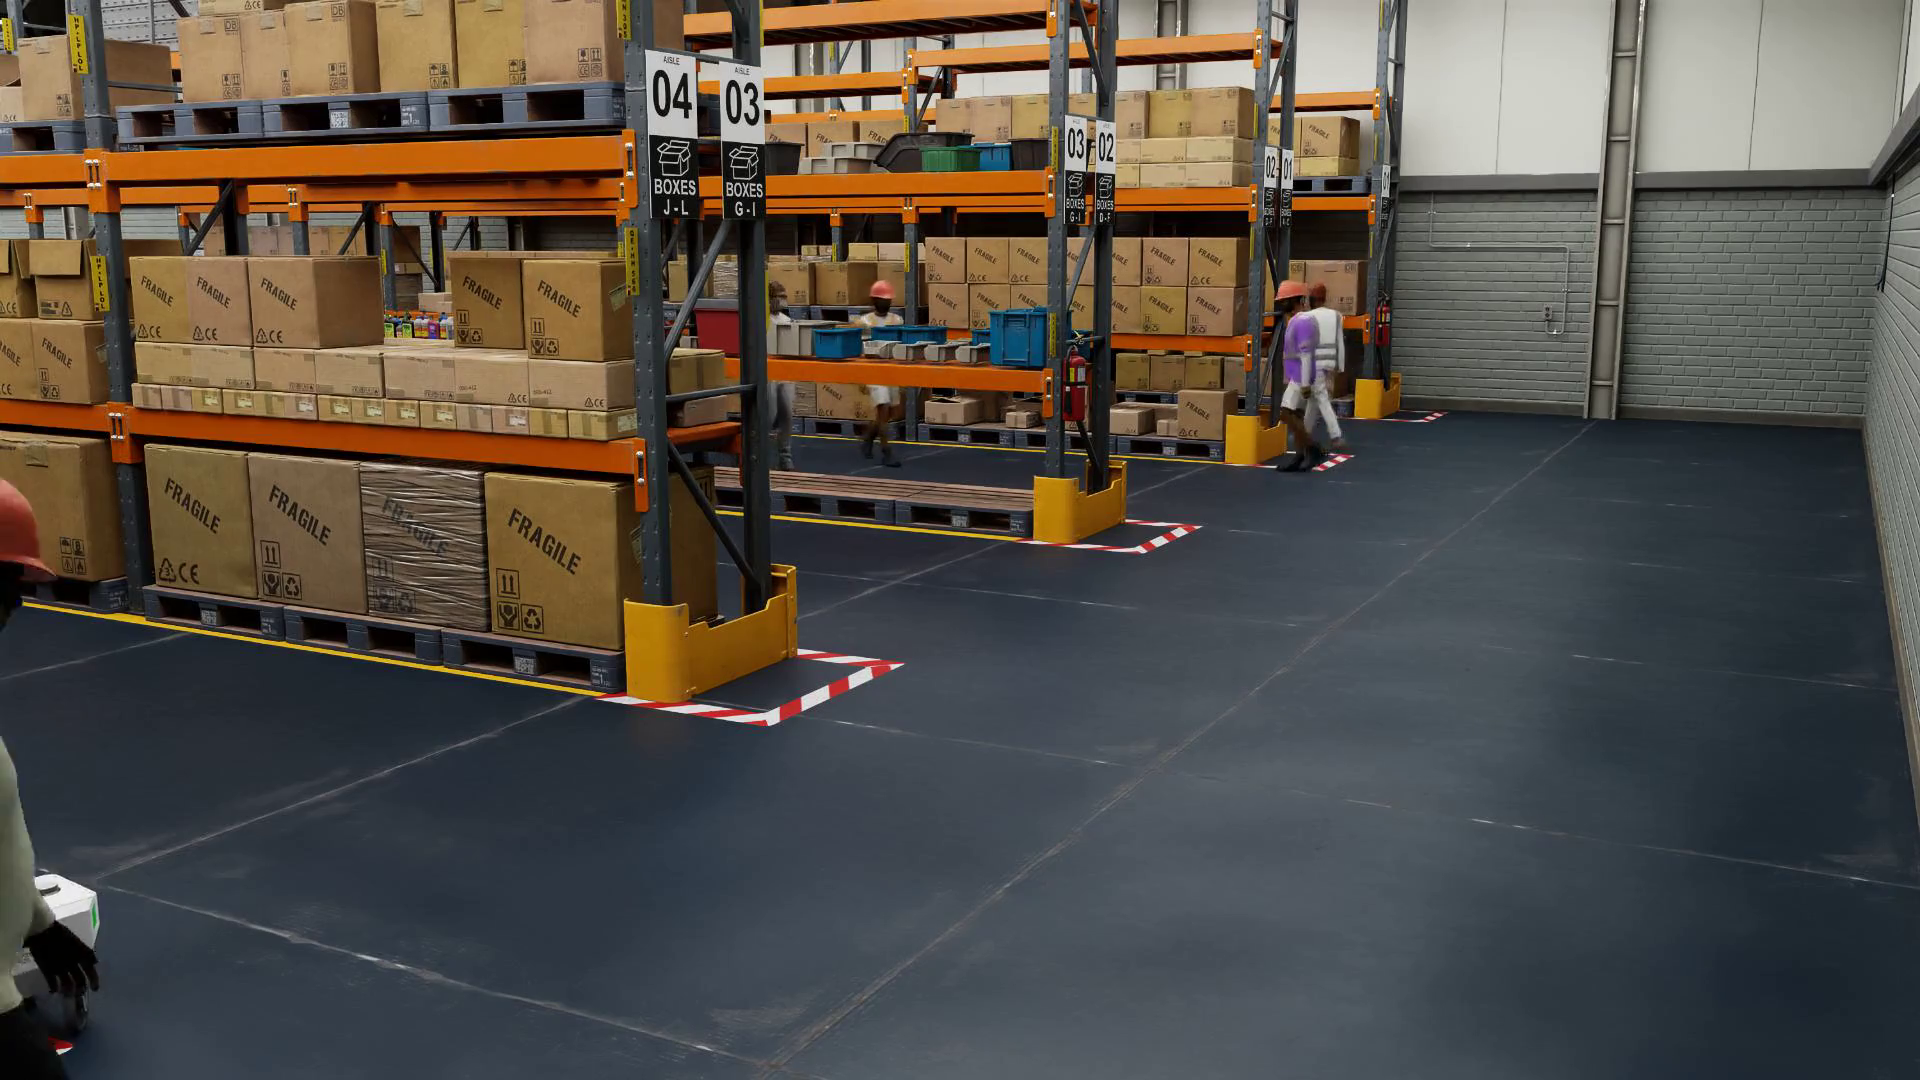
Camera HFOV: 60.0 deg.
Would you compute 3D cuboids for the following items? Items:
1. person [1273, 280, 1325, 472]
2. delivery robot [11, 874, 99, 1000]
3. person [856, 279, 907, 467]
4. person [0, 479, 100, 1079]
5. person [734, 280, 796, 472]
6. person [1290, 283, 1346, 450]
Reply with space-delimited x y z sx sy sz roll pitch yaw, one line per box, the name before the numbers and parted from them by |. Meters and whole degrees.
person | 3.305 -1.609 16.459 0.447 1.914 0.551 1 10 6
delivery robot | -2.857 1.175 4.736 0.477 0.478 0.707 8 13 35
person | -0.831 -1.726 17.129 0.552 1.913 0.828 -7 12 -33
person | -1.890 0.843 3.127 0.634 1.914 1.018 10 14 43
person | -1.840 -1.527 15.982 0.710 1.922 0.640 7 13 34
person | 4.004 -1.926 18.435 0.585 1.837 0.993 -6 12 -29
